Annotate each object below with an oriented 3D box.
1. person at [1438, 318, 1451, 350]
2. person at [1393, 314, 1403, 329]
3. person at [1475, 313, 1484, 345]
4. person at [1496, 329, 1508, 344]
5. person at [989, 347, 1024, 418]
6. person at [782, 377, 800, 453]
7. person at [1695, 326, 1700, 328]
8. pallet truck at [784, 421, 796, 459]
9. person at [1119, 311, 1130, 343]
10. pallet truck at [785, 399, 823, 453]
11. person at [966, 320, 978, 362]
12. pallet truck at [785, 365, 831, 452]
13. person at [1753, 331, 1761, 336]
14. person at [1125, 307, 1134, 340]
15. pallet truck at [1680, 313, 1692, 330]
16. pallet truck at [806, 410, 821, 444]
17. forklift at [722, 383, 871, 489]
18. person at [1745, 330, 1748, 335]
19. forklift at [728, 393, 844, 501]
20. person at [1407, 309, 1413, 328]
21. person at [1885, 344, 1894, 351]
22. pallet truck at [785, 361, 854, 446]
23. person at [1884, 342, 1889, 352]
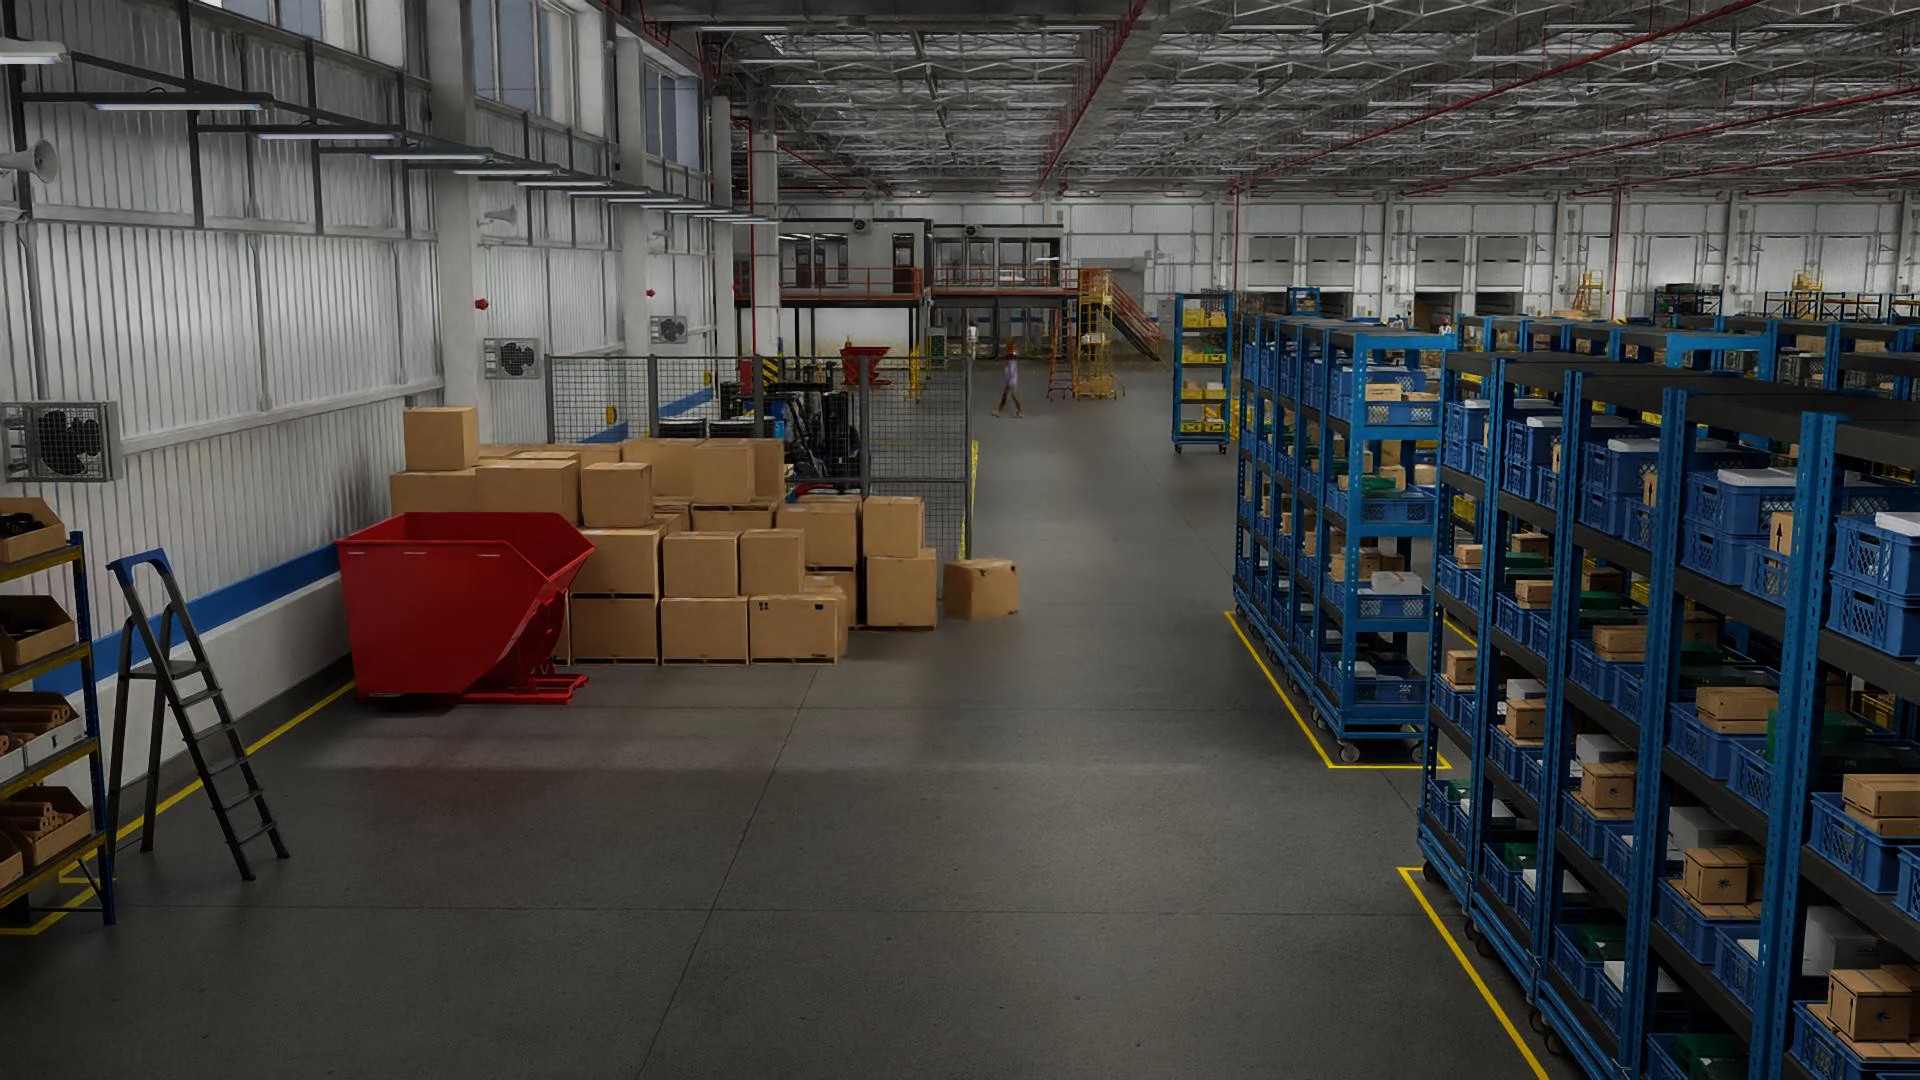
[{"bbox_3d":[22.059,-9.126,75.745,0.544,1.943,0.347,4,10,24],"label":"person"},{"bbox_3d":[21.860,-10.320,83.117,0.364,1.939,0.636,-5,10,-27],"label":"person"},{"bbox_3d":[27.640,-11.151,88.571,0.442,1.833,0.650,-4,10,-22],"label":"person"},{"bbox_3d":[21.854,-7.752,67.425,0.978,1.888,0.556,-3,10,-19],"label":"person"},{"bbox_3d":[1.304,-4.353,46.136,1.039,1.990,0.632,-3,10,-15],"label":"person"},{"bbox_3d":[-3.522,-2.491,34.974,0.496,1.885,0.676,-1,9,-4],"label":"person"},{"bbox_3d":[31.184,-8.227,70.487,0.776,1.844,0.544,-8,12,-40],"label":"person"},{"bbox_3d":[-4.013,-1.793,32.705,1.601,1.201,0.680,0,9,1],"label":"pallet truck"},{"bbox_3d":[9.410,-12.108,94.618,0.971,1.787,0.631,-7,11,-36],"label":"person"},{"bbox_3d":[-3.814,-2.432,36.419,1.630,1.274,0.653,0,9,1],"label":"pallet truck"},{"bbox_3d":[0.497,-8.943,74.832,0.621,1.871,0.519,-5,11,-30],"label":"person"},{"bbox_3d":[-3.774,-2.976,37.635,1.885,1.965,0.823,1,9,5],"label":"pallet truck"},{"bbox_3d":[35.875,-8.953,74.897,0.988,1.882,0.607,2,9,14],"label":"person"},{"bbox_3d":[9.959,-12.747,98.062,0.614,1.946,0.389,-4,10,-23],"label":"person"},{"bbox_3d":[36.315,-10.531,84.244,0.823,1.965,1.885,-6,11,-33],"label":"pallet truck"},{"bbox_3d":[-3.559,-2.018,33.905,1.522,1.261,0.704,0,9,-1],"label":"pallet truck"},{"bbox_3d":[-2.893,-1.687,28.729,2.680,1.987,1.157,0,9,-1],"label":"forklift"},{"bbox_3d":[28.129,-6.616,60.138,0.589,1.979,0.642,6,11,32],"label":"person"},{"bbox_3d":[-2.979,-1.316,26.476,2.680,1.987,1.157,0,9,1],"label":"forklift"},{"bbox_3d":[25.599,-12.178,94.654,0.399,1.918,0.587,5,11,30],"label":"person"},{"bbox_3d":[32.802,-6.321,58.383,0.600,1.961,0.368,6,11,33],"label":"person"},{"bbox_3d":[-3.410,-3.193,38.978,1.885,1.965,0.823,0,9,-1],"label":"pallet truck"},{"bbox_3d":[32.244,-6.056,57.674,0.799,1.671,0.538,3,10,20],"label":"person"}]
